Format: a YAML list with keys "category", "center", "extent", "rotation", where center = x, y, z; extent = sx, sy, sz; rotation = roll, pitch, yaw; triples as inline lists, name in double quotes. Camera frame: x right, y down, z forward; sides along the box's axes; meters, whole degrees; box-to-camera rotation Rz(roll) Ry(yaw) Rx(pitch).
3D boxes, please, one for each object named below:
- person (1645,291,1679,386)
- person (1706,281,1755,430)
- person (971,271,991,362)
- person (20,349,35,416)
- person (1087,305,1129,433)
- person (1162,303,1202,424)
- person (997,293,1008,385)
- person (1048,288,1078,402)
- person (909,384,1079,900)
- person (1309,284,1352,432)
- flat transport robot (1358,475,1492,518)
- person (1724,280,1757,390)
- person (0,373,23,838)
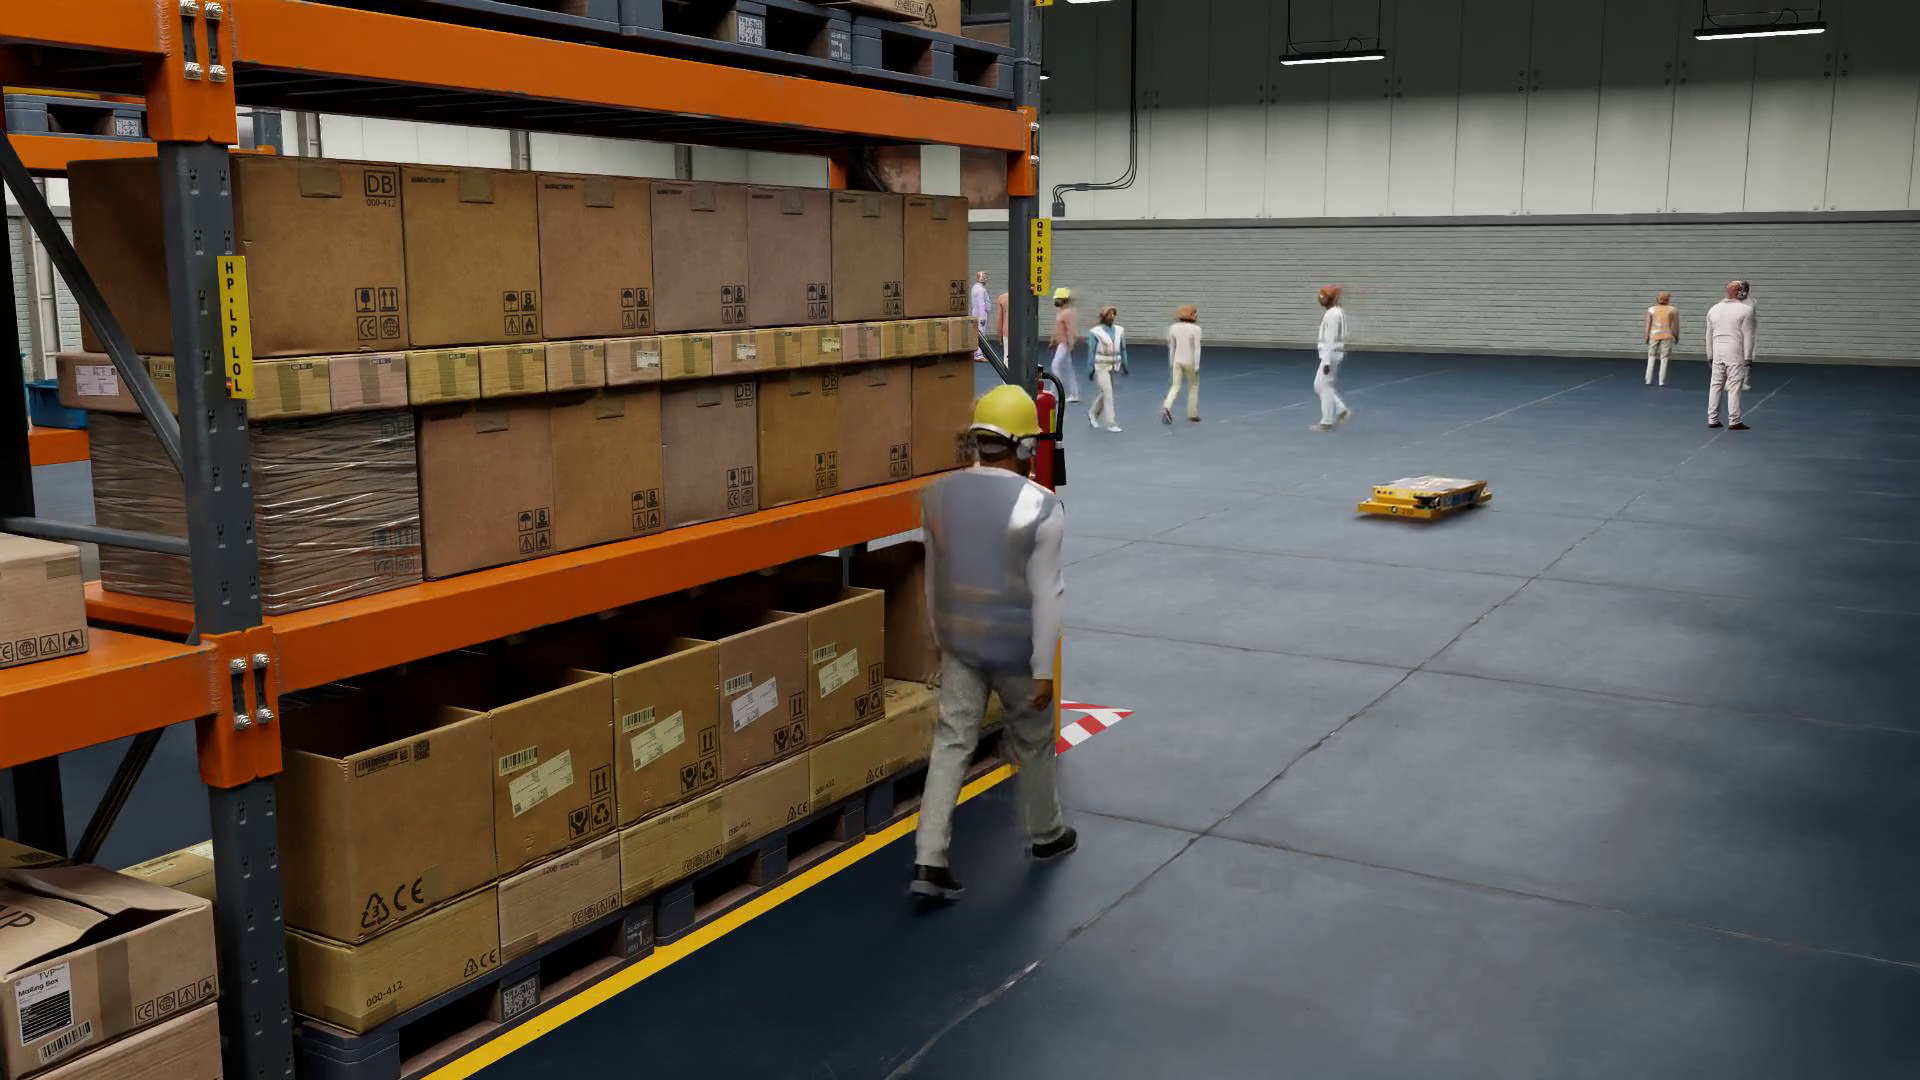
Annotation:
- category: "person"
  center: [12.018, -3.444, 28.499]
  extent: [0.529, 1.634, 0.380]
  rotation: [5, 11, 28]
- category: "person"
  center: [9.956, -2.380, 21.461]
  extent: [0.404, 1.911, 0.636]
  rotation: [-6, 11, -30]
- category: "person"
  center: [0.454, -4.688, 34.981]
  extent: [0.404, 1.906, 0.652]
  rotation: [-2, 10, -9]
- category: "person"
  center: [-7.739, -0.961, 13.415]
  extent: [0.605, 1.816, 0.427]
  rotation: [-2, 10, -12]
- category: "person"
  center: [1.850, -2.199, 21.274]
  extent: [0.509, 1.611, 0.793]
  rotation: [-6, 11, -32]
- category: "person"
  center: [2.967, -2.344, 22.123]
  extent: [0.504, 1.603, 0.765]
  rotation: [8, 12, 39]
- category: "person"
  center: [0.890, -3.251, 26.306]
  extent: [0.612, 1.995, 0.382]
  rotation: [4, 10, 20]
- category: "person"
  center: [1.470, -2.945, 25.269]
  extent: [0.776, 1.737, 0.542]
  rotation: [-1, 10, -6]
- category: "person"
  center: [0.097, 0.351, 5.826]
  extent: [0.601, 1.792, 0.920]
  rotation: [6, 11, 31]
- category: "person"
  center: [4.680, -2.296, 21.062]
  extent: [0.441, 1.872, 0.593]
  rotation: [2, 10, 14]
- category: "flat transport robot"
  center: [4.110, -0.395, 14.625]
  extent: [0.652, 0.197, 1.431]
  rotation: [7, 12, 37]
- category: "person"
  center: [12.881, -3.359, 27.444]
  extent: [0.652, 1.821, 0.574]
  rotation: [-1, 10, -6]
- category: "person"
  center: [-3.294, 0.294, 5.483]
  extent: [0.624, 2.022, 0.694]
  rotation: [6, 11, 31]
